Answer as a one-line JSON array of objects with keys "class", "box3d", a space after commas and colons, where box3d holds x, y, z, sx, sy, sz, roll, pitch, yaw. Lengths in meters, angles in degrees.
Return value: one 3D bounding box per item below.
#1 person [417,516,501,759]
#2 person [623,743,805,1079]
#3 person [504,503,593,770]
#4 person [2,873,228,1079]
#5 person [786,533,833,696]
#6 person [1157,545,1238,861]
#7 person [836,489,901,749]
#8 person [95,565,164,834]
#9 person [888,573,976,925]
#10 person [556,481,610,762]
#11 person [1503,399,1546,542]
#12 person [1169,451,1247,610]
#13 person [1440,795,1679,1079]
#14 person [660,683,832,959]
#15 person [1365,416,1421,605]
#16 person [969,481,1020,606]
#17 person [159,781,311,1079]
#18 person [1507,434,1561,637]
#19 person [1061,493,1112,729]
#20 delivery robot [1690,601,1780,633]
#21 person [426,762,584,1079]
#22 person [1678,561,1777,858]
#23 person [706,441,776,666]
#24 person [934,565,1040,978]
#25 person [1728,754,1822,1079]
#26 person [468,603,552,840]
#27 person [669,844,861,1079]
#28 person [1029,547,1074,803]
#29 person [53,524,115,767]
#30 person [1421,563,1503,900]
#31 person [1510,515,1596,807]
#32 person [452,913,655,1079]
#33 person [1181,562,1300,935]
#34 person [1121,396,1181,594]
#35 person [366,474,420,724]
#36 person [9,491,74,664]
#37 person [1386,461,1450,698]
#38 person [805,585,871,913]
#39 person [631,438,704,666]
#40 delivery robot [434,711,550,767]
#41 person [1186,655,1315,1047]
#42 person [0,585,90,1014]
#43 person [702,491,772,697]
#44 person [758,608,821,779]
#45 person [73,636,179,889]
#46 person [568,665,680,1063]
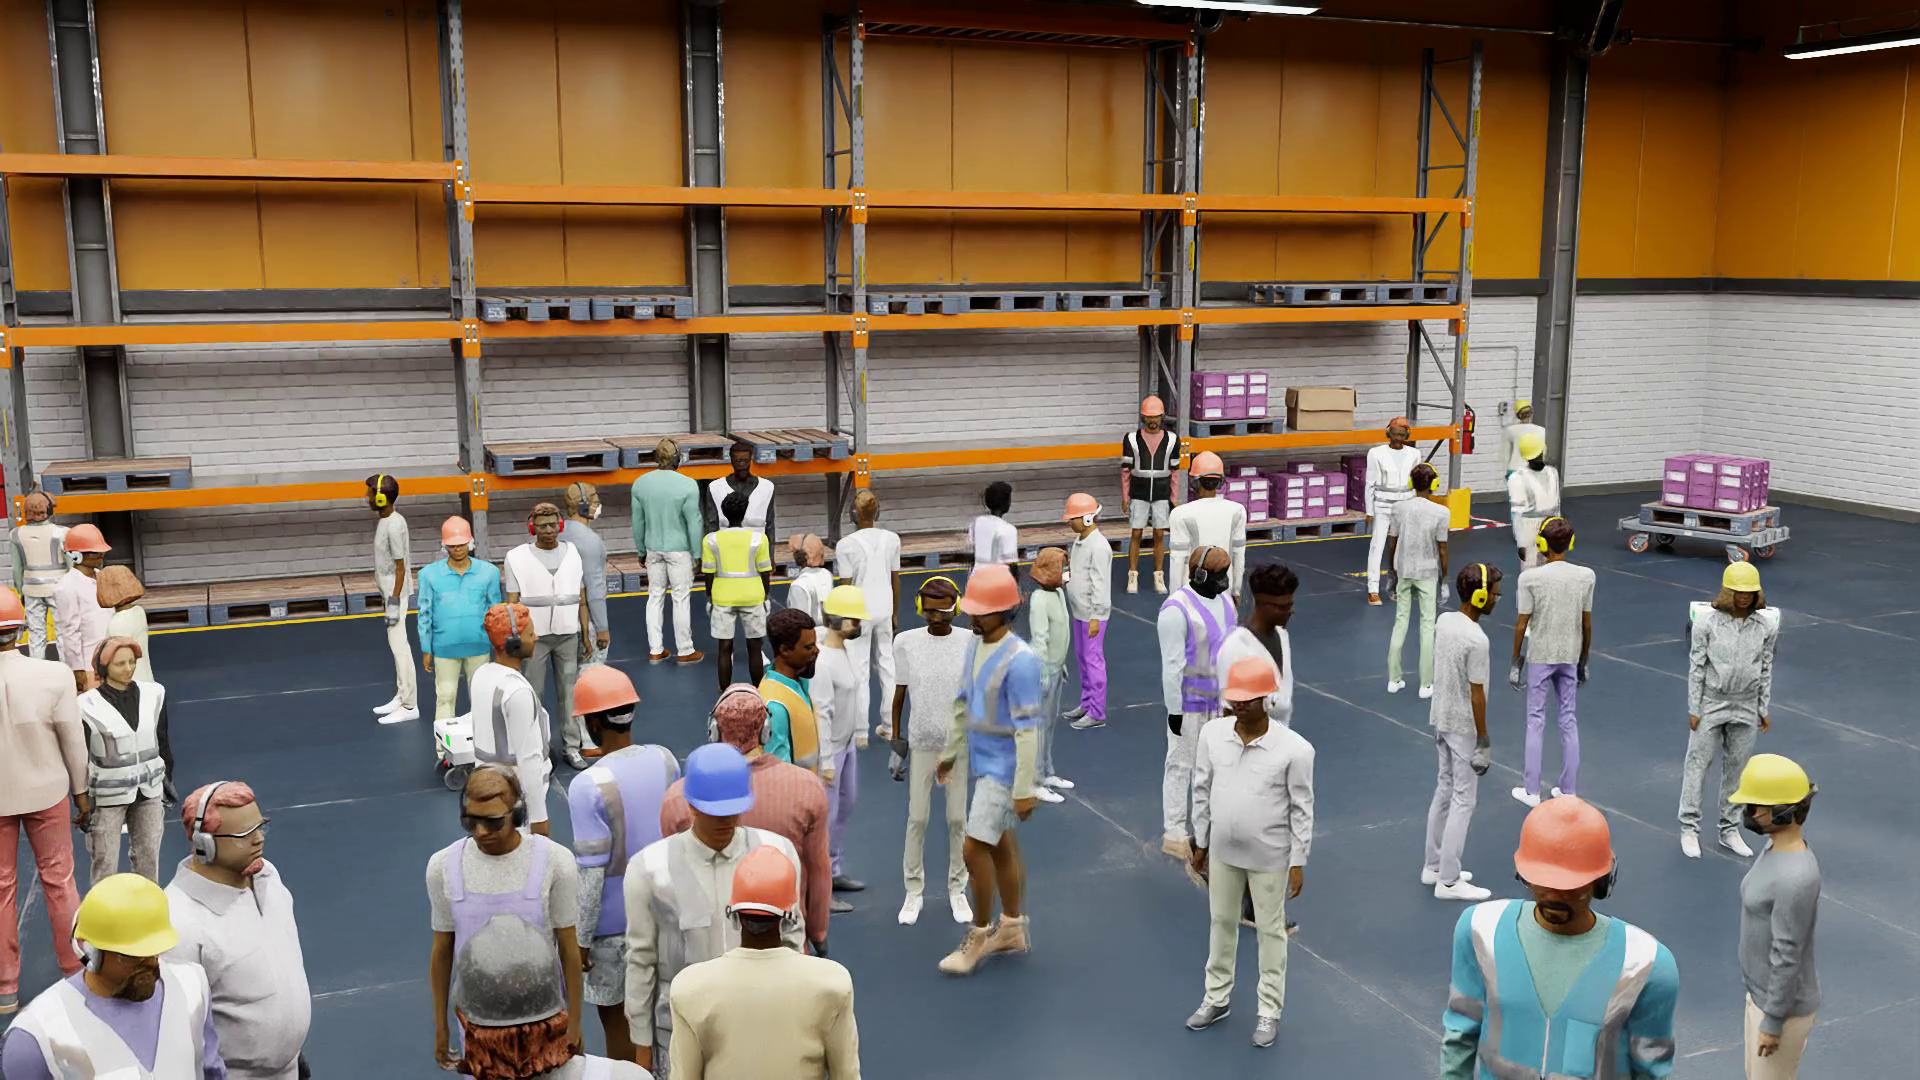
[{"class": "person", "box3d": [-3.348, 0.704, 11.182, 0.559, 1.751, 0.326, -4, 11, -23]}, {"class": "person", "box3d": [-0.800, 1.598, 5.503, 0.607, 1.940, 0.416, -4, 10, -20]}, {"class": "person", "box3d": [-2.763, 0.656, 11.196, 0.567, 1.845, 0.386, -6, 11, -30]}, {"class": "person", "box3d": [-2.311, 1.804, 4.670, 0.404, 1.819, 0.593, 7, 12, 33]}, {"class": "person", "box3d": [-1.000, 0.762, 11.179, 0.310, 1.638, 0.523, 3, 10, 19]}, {"class": "person", "box3d": [1.404, 0.932, 9.654, 0.429, 1.837, 0.623, 9, 14, 43]}, {"class": "person", "box3d": [-0.653, 0.558, 11.761, 0.507, 1.847, 0.344, -6, 11, -30]}, {"class": "person", "box3d": [-5.046, 0.957, 10.100, 0.282, 1.625, 0.493, -2, 10, -12]}, {"class": "person", "box3d": [-0.108, 1.087, 8.661, 0.531, 1.863, 0.324, 0, 10, -2]}, {"class": "person", "box3d": [-2.604, 0.557, 11.499, 0.371, 1.941, 0.627, -8, 13, -38]}, {"class": "person", "box3d": [6.823, -0.831, 20.078, 0.559, 1.729, 0.382, 9, 13, 42]}, {"class": "person", "box3d": [1.807, 0.361, 12.325, 0.607, 2.044, 0.375, -3, 10, -18]}, {"class": "person", "box3d": [1.637, 1.694, 4.651, 0.615, 2.041, 0.378, 6, 11, 29]}, {"class": "person", "box3d": [-0.801, 1.478, 6.283, 0.636, 1.911, 0.406, -2, 10, -13]}, {"class": "person", "box3d": [4.298, -0.290, 16.529, 0.573, 1.887, 0.355, -2, 10, -10]}, {"class": "person", "box3d": [0.294, 0.367, 13.304, 0.373, 1.682, 0.553, -7, 12, -36]}, {"class": "person", "box3d": [-2.219, 1.672, 5.168, 0.410, 1.908, 0.643, 1, 10, 4]}, {"class": "person", "box3d": [5.245, -0.048, 15.199, 0.728, 1.879, 0.374, -6, 12, -31]}, {"class": "person", "box3d": [0.924, 0.514, 12.331, 0.352, 1.737, 0.569, -3, 10, -14]}, {"class": "delivery robot", "box3d": [6.744, 0.683, 14.485, 0.707, 0.478, 0.477, 4, 11, 22]}, {"class": "person", "box3d": [-1.533, 1.628, 5.640, 0.515, 1.835, 0.359, 0, 10, -1]}, {"class": "person", "box3d": [4.455, 0.980, 9.624, 0.486, 1.744, 0.311, 0, 10, 0]}, {"class": "person", "box3d": [-1.846, 0.119, 14.081, 0.591, 1.919, 0.392, -3, 10, -19]}, {"class": "person", "box3d": [0.094, 1.106, 8.110, 0.562, 2.023, 0.695, -3, 10, -17]}, {"class": "person", "box3d": [2.864, 1.619, 5.913, 0.342, 1.756, 0.532, 4, 10, 19]}, {"class": "person", "box3d": [-2.087, 1.224, 7.818, 0.355, 1.883, 0.573, -8, 13, -38]}, {"class": "person", "box3d": [-0.584, 1.772, 5.027, 0.573, 1.749, 0.338, -1, 10, -6]}, {"class": "person", "box3d": [0.580, 0.850, 10.690, 0.285, 1.633, 0.499, 3, 10, 17]}, {"class": "person", "box3d": [-5.655, 0.758, 10.870, 0.332, 1.749, 0.573, -1, 10, -5]}, {"class": "person", "box3d": [2.721, 1.033, 9.009, 0.335, 1.855, 0.532, -2, 10, -9]}, {"class": "person", "box3d": [3.729, 0.771, 10.500, 0.513, 1.866, 0.338, 0, 10, -3]}, {"class": "person", "box3d": [-1.018, 1.833, 3.855, 0.674, 2.000, 0.536, -7, 12, -35]}, {"class": "person", "box3d": [1.472, 1.049, 8.665, 0.672, 1.940, 0.604, 8, 12, 38]}, {"class": "person", "box3d": [1.951, -0.455, 17.025, 0.605, 2.045, 0.379, 0, 10, 1]}, {"class": "person", "box3d": [-4.250, 0.434, 12.416, 0.328, 1.869, 0.520, -4, 11, -22]}, {"class": "person", "box3d": [-7.167, 0.431, 13.084, 0.513, 1.641, 0.307, 0, 10, -3]}, {"class": "person", "box3d": [3.624, 0.311, 13.158, 0.513, 1.862, 0.325, 8, 12, 37]}, {"class": "person", "box3d": [-0.655, 1.110, 8.841, 0.344, 1.758, 0.597, 2, 10, 14]}, {"class": "person", "box3d": [-2.468, 0.105, 14.102, 0.632, 1.938, 0.359, 3, 10, 19]}, {"class": "delivery robot", "box3d": [-3.110, 1.280, 11.047, 0.707, 0.478, 0.477, -6, 11, -30]}, {"class": "person", "box3d": [1.275, 1.365, 7.374, 0.564, 1.752, 0.339, 7, 12, 34]}, {"class": "person", "box3d": [-4.360, 1.188, 7.690, 0.611, 1.997, 0.371, -5, 11, -28]}, {"class": "person", "box3d": [-1.692, 0.470, 12.690, 0.529, 1.697, 0.321, 0, 10, -1]}, {"class": "person", "box3d": [-0.795, 1.247, 7.579, 0.376, 1.917, 0.600, 0, 10, -1]}, {"class": "person", "box3d": [-4.129, 1.272, 8.233, 0.310, 1.641, 0.523, 6, 12, 32]}, {"class": "person", "box3d": [-1.336, 1.433, 6.486, 0.375, 1.924, 0.552, 6, 11, 29]}]
